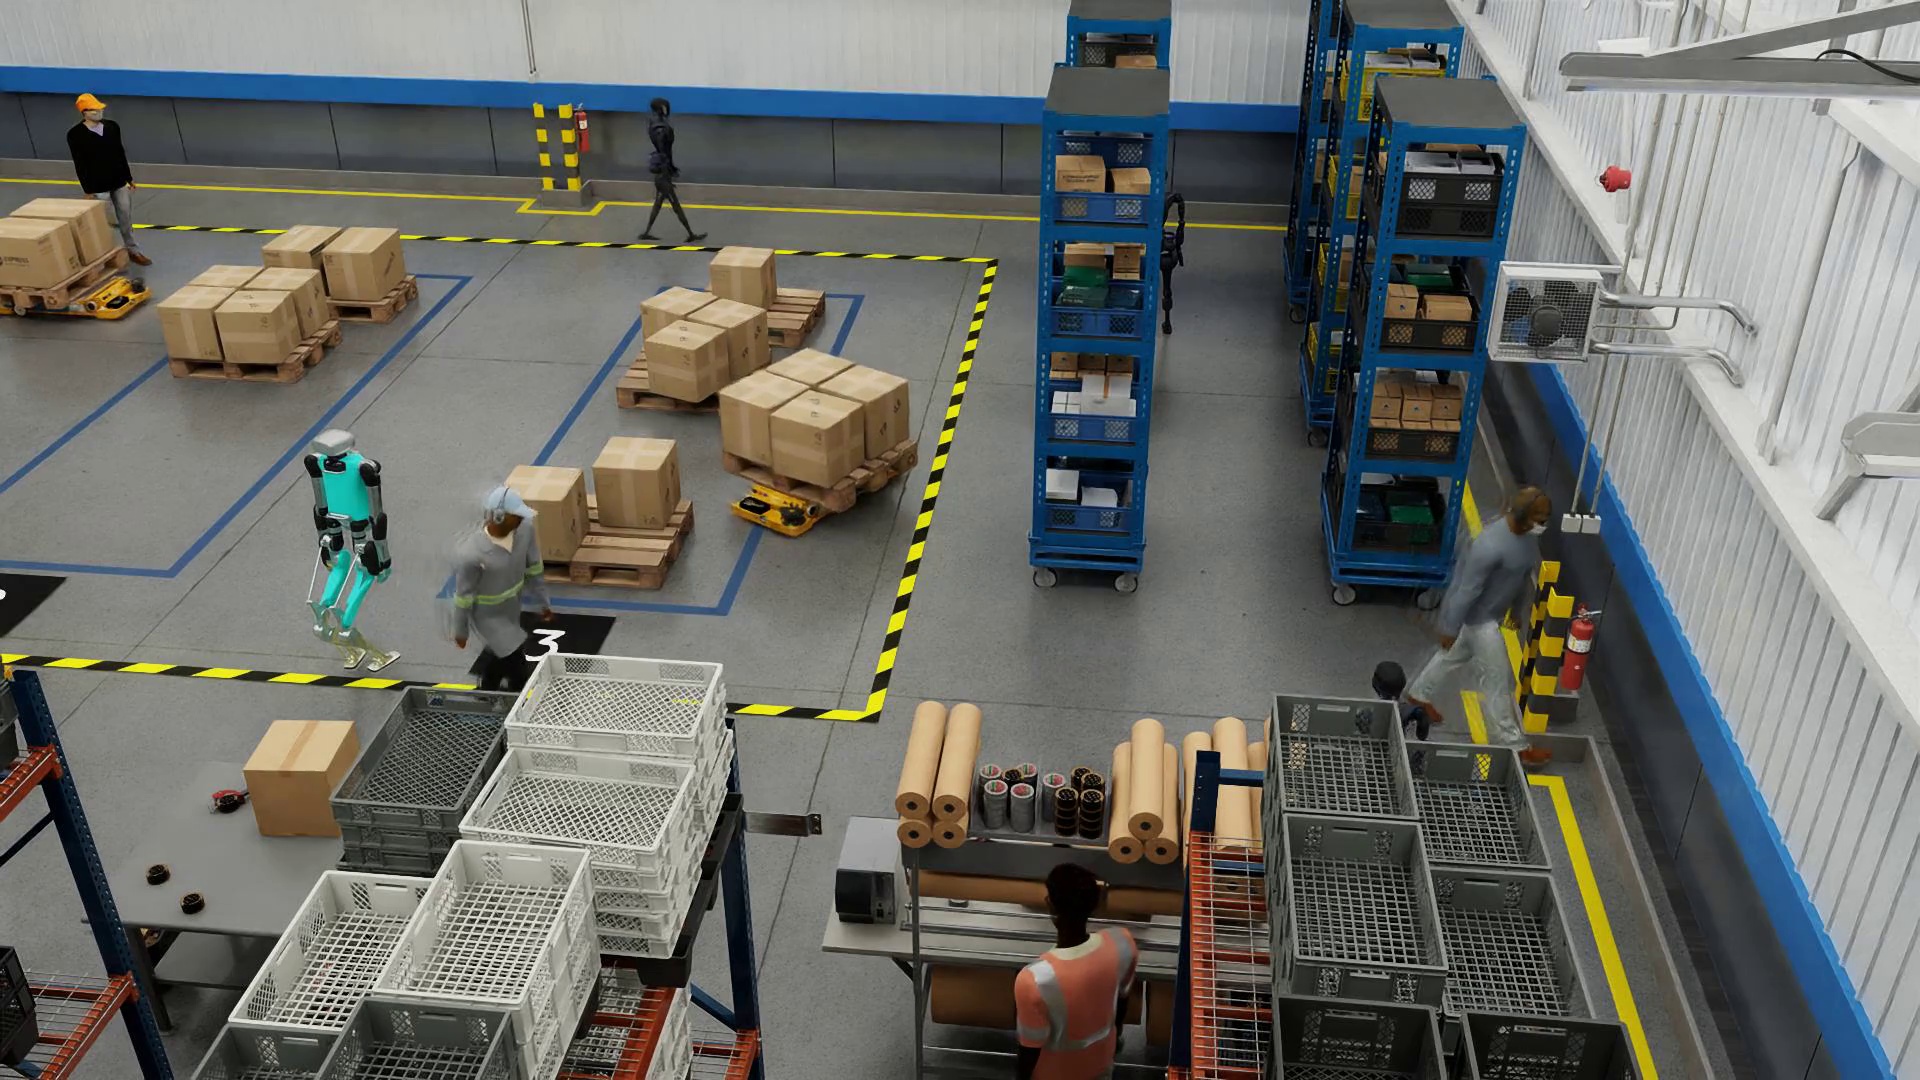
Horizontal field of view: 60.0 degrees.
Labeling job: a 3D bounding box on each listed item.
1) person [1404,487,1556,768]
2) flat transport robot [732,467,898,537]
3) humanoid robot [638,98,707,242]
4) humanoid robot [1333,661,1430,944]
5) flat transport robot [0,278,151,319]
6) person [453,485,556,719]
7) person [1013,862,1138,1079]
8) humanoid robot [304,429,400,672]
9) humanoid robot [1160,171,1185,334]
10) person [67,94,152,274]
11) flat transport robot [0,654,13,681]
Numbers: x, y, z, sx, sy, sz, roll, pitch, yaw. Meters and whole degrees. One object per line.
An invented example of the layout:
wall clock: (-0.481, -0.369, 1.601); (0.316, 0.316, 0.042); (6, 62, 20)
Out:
person: (3.282, 0.487, 10.256); (1.072, 1.849, 0.699); (24, 38, 34)
flat transport robot: (-1.131, -0.485, 13.479); (0.652, 0.197, 1.431); (20, 35, 30)
humanoid robot: (-3.230, -4.076, 18.324); (0.786, 1.627, 0.607); (-2, 30, -3)
humanoid robot: (2.237, 1.394, 8.918); (0.589, 1.642, 0.701); (-6, 31, -9)
flat transport robot: (-9.101, -2.497, 16.934); (1.431, 0.197, 0.652); (3, 30, 6)
person: (-2.816, 0.465, 10.343); (0.865, 1.805, 0.609); (13, 33, 21)
person: (0.468, 2.206, 7.198); (0.611, 1.963, 0.362); (-19, 35, -29)
humanoid robot: (-4.055, 0.150, 10.823); (0.533, 1.676, 0.735); (9, 31, 16)
humanoid robot: (1.888, -2.796, 16.062); (0.601, 1.657, 0.313); (-5, 31, -8)
person: (-8.978, -3.759, 17.525); (0.361, 1.884, 0.590); (16, 34, 25)
flat transport robot: (-7.142, 0.969, 11.010); (1.431, 0.231, 0.659); (3, 30, 6)
